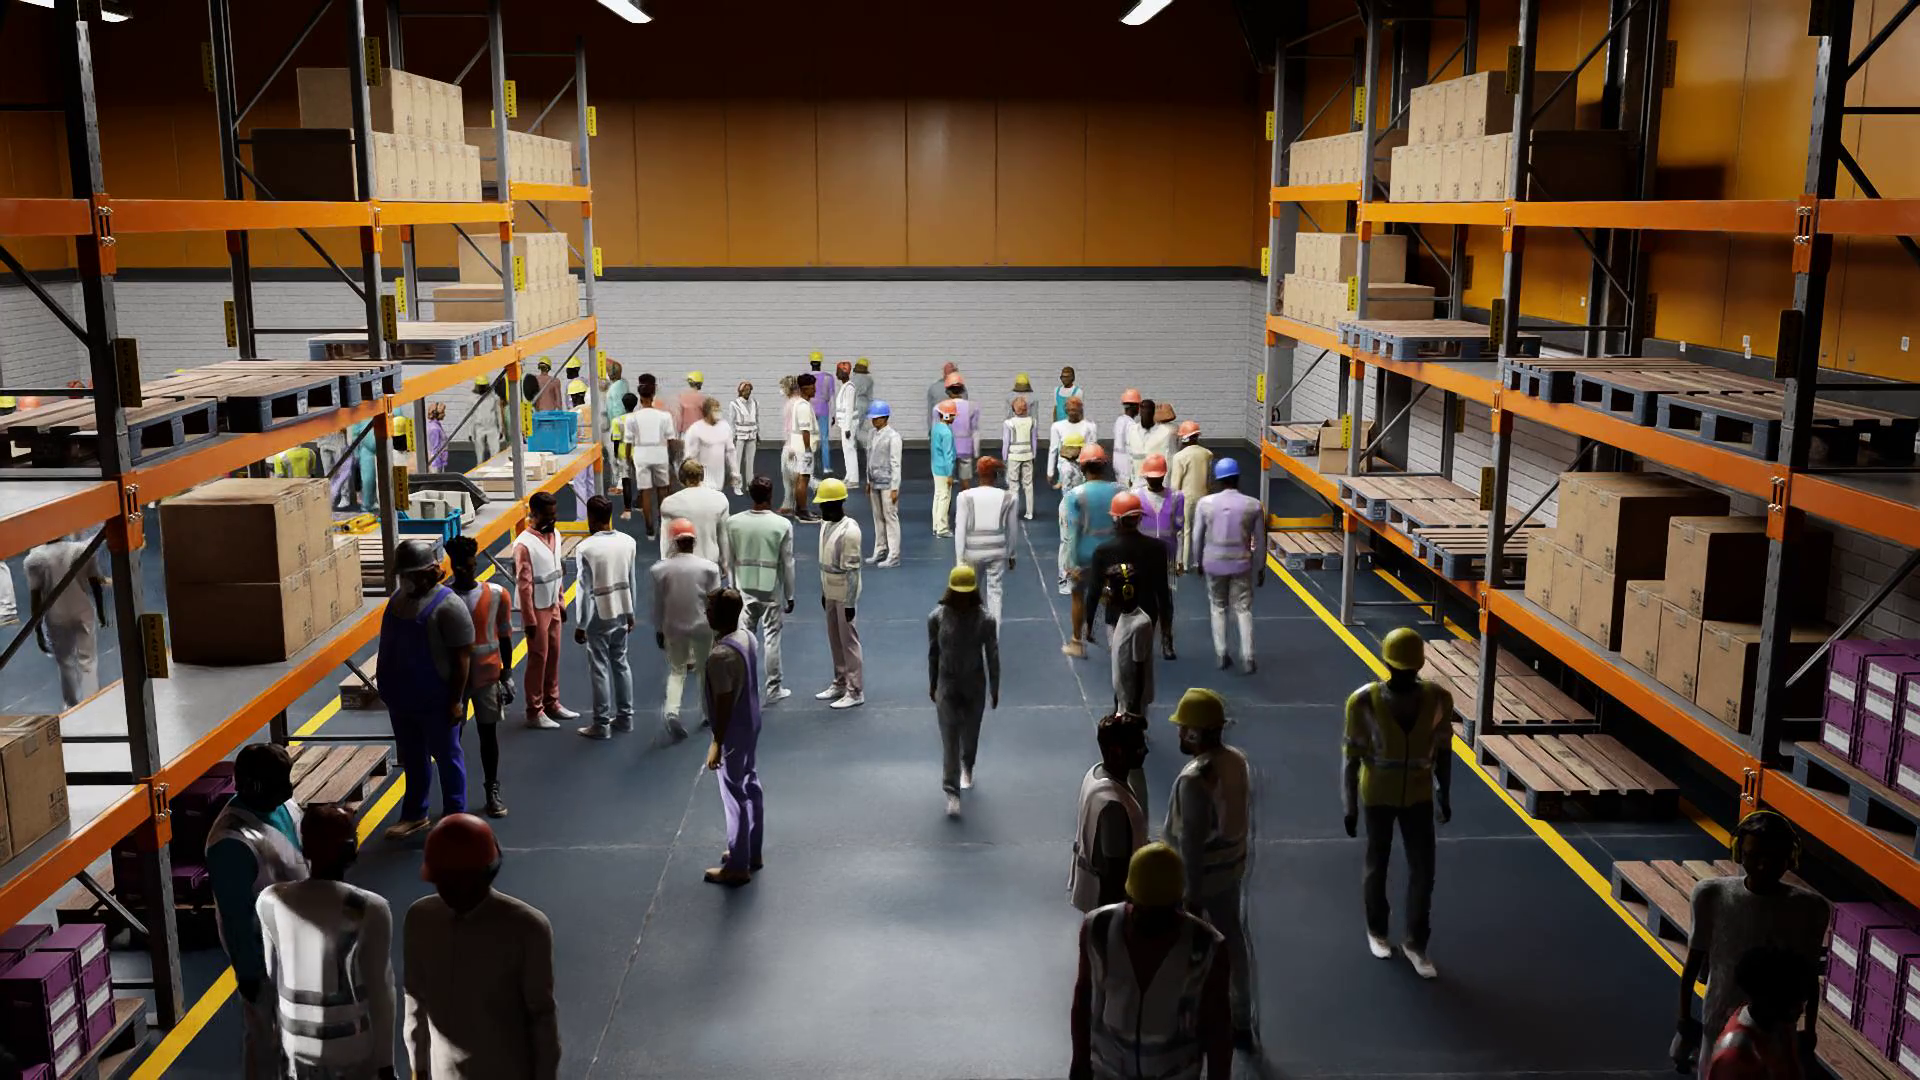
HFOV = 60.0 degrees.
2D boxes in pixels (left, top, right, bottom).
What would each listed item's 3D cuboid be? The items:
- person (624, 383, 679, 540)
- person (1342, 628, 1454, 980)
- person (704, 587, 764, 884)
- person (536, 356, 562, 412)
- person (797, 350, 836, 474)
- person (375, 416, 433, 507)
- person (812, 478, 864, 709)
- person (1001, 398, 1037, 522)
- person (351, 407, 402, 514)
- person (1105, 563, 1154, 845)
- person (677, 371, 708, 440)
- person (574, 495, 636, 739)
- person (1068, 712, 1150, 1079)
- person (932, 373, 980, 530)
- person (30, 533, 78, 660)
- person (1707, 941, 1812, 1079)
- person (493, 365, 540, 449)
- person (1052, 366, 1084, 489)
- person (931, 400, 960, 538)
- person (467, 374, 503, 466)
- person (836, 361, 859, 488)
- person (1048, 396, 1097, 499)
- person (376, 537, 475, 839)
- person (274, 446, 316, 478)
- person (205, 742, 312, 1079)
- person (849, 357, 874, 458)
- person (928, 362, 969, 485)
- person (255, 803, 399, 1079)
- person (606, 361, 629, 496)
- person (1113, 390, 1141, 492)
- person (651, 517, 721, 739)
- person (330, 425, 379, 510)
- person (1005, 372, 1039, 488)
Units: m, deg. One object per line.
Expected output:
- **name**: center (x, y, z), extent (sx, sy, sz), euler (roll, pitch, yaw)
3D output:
- **person**: center (-3.870, -0.996, 20.840), extent (0.661, 1.947, 0.711), euler (-2, 12, -11)
- **person**: center (2.368, 1.402, 8.930), extent (0.631, 1.898, 0.729), euler (0, 11, 0)
- **person**: center (-1.397, 1.188, 10.168), extent (0.351, 1.846, 0.506), euler (4, 12, 18)
- **person**: center (-6.668, -2.077, 26.778), extent (0.532, 1.754, 0.340), euler (-1, 11, -5)
- **person**: center (-2.225, -1.981, 25.851), extent (0.594, 1.924, 0.382), euler (0, 11, -1)
- **person**: center (-5.918, -0.369, 17.774), extent (0.589, 1.924, 0.384), euler (-2, 12, -11)
- **person**: center (-1.015, 0.434, 13.770), extent (0.397, 1.918, 0.588), euler (-6, 13, -29)
- **person**: center (0.784, -1.056, 21.938), extent (0.524, 1.639, 0.308), euler (-6, 13, -26)
- **person**: center (-7.590, -1.115, 21.691), extent (0.681, 1.889, 0.446), euler (-2, 11, -8)
- **person**: center (1.083, 1.064, 10.775), extent (0.339, 1.856, 0.525), euler (-1, 11, -6)
- **person**: center (-3.831, -1.614, 24.457), extent (0.557, 1.737, 0.725), euler (7, 13, 32)
- **person**: center (-2.755, 0.596, 12.993), extent (0.409, 1.907, 0.598), euler (7, 13, 32)
- **person**: center (0.696, 1.683, 7.682), extent (0.390, 1.846, 0.565), euler (-1, 11, -3)
- **person**: center (-0.038, -1.123, 21.281), extent (0.643, 2.015, 0.443), euler (-2, 11, -9)
- **person**: center (-8.249, 0.152, 15.176), extent (0.375, 1.917, 0.598), euler (-11, 16, -43)
- **person**: center (2.659, 2.145, 5.815), extent (0.473, 1.674, 0.587), euler (8, 14, 35)
- **person**: center (-6.665, -1.883, 25.076), extent (0.681, 2.000, 0.887), euler (-4, 12, -21)
- **person**: center (1.575, -1.626, 24.312), extent (0.503, 1.837, 0.345), euler (9, 14, 38)
- **person**: center (-0.177, -0.891, 20.859), extent (0.354, 1.740, 0.575), euler (-3, 12, -16)
- **person**: center (-6.967, -1.583, 24.429), extent (0.504, 1.698, 0.892), euler (-4, 12, -20)
- **person**: center (-1.666, -1.699, 24.580), extent (0.349, 1.878, 0.570), euler (-2, 11, -9)
- **person**: center (1.401, -0.864, 20.501), extent (0.580, 1.840, 0.987), euler (3, 12, 13)
- **person**: center (-3.493, 0.977, 10.732), extent (0.683, 2.000, 0.535), euler (6, 13, 28)
- **person**: center (-7.568, -0.492, 18.990), extent (0.321, 1.689, 0.530), euler (8, 14, 34)
- **person**: center (-3.025, 1.764, 7.326), extent (0.429, 1.833, 0.635), euler (0, 11, 0)
- **person**: center (-1.612, -2.147, 27.264), extent (0.533, 1.692, 0.674), euler (-8, 14, -35)
- **person**: center (-0.186, -1.683, 24.482), extent (0.659, 1.879, 0.800), euler (6, 13, 29)
- **person**: center (-2.412, 1.908, 6.524), extent (0.606, 1.850, 0.854), euler (2, 11, 10)
- **person**: center (-4.936, -1.612, 23.974), extent (0.372, 1.940, 0.632), euler (-1, 11, -7)
- **person**: center (2.055, -0.865, 20.365), extent (0.494, 1.902, 0.713), euler (-3, 12, -15)
- **person**: center (-2.138, 0.690, 13.004), extent (0.579, 1.720, 0.739), euler (1, 11, 4)
- **person**: center (-8.245, -1.260, 22.553), extent (0.540, 1.823, 0.920), euler (4, 12, 18)
- **person**: center (0.904, -1.599, 24.435), extent (0.496, 1.730, 0.444), euler (3, 12, 13)
